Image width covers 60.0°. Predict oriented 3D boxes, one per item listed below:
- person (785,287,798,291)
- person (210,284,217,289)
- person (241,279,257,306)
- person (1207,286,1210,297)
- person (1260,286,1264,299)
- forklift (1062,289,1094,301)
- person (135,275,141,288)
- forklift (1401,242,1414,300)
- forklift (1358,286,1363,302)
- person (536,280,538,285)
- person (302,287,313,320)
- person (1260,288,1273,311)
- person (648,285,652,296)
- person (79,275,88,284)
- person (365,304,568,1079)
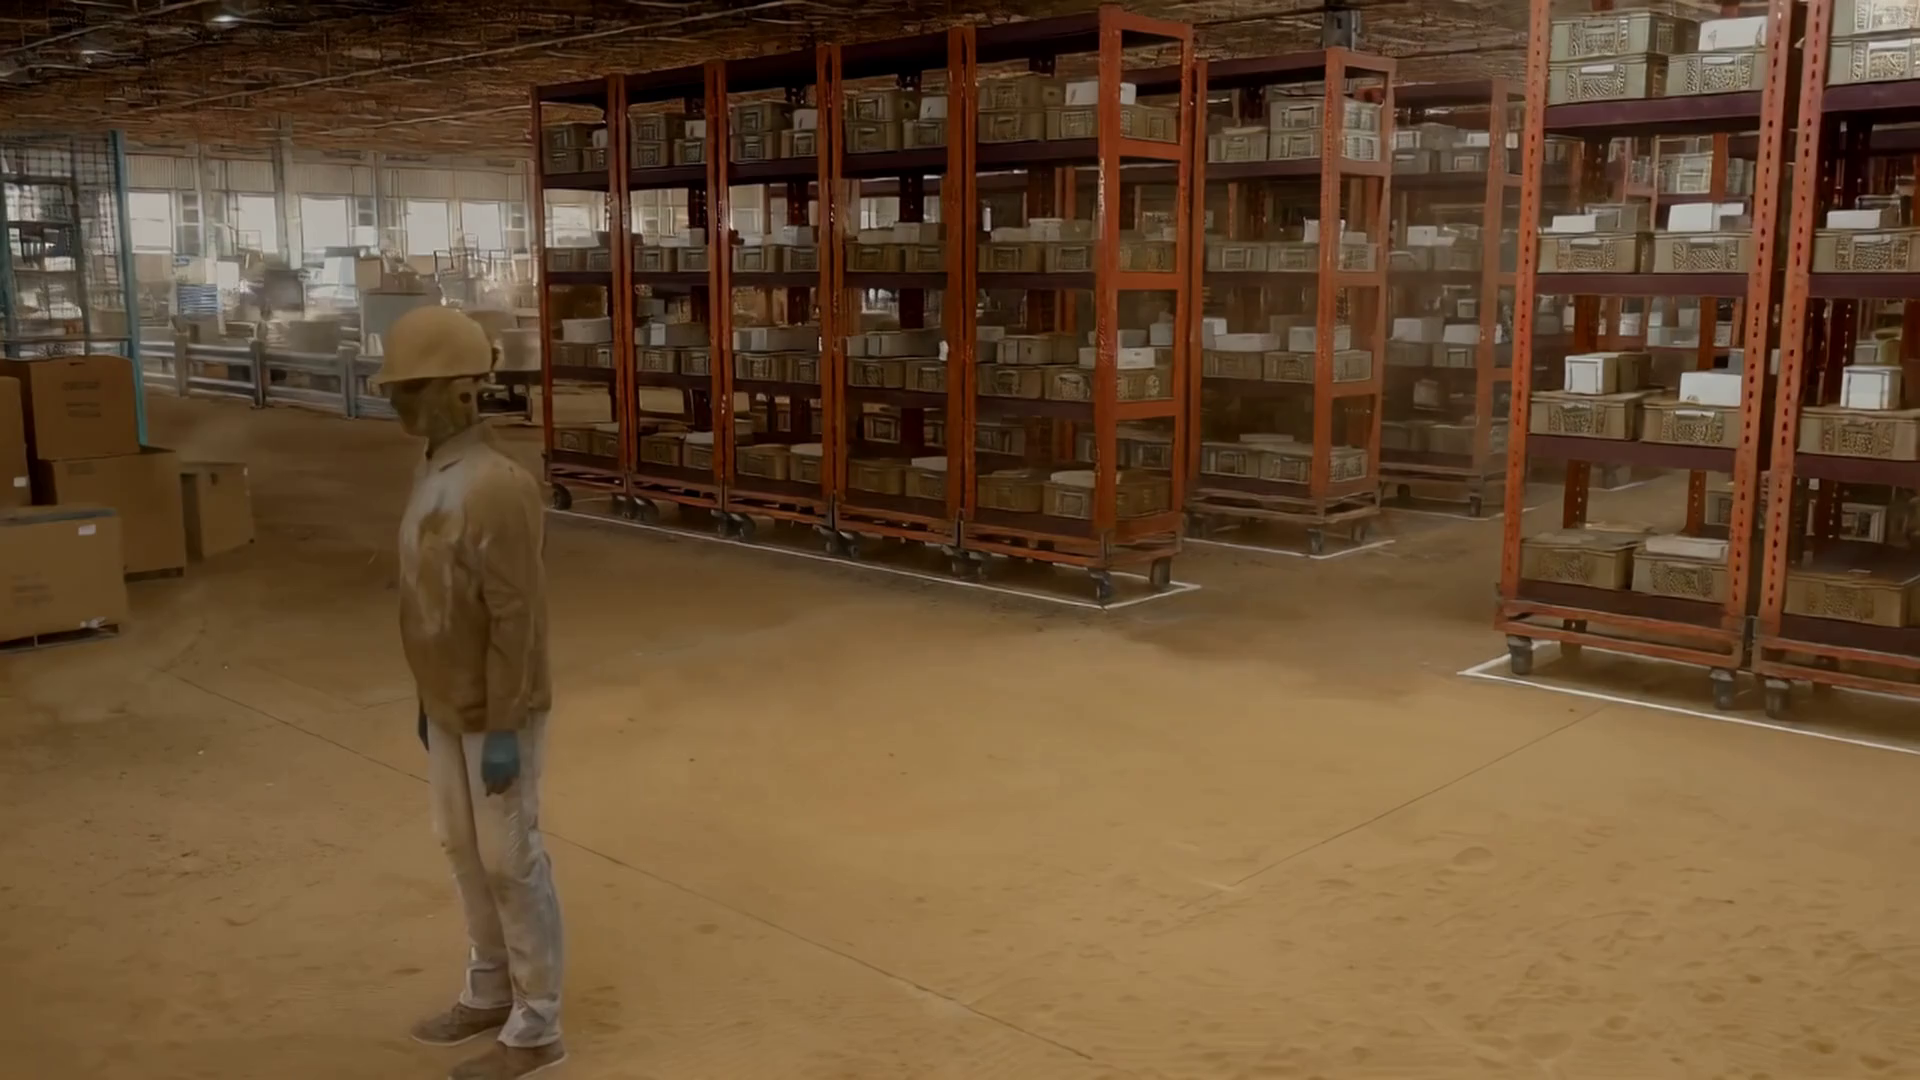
[{"bbox_3d":[-7.361,-10.722,72.684,0.595,1.902,0.618,-2,10,-13],"label":"person"},{"bbox_3d":[-20.962,-6.451,47.111,0.976,1.703,0.523,0,9,-1],"label":"person"},{"bbox_3d":[-16.190,-5.017,37.851,0.577,1.849,0.406,8,12,39],"label":"person"},{"bbox_3d":[8.541,-7.956,56.371,0.404,1.671,0.624,-3,10,-15],"label":"person"},{"bbox_3d":[9.497,-7.349,52.752,0.539,1.656,0.877,-2,9,-13],"label":"person"},{"bbox_3d":[4.305,-10.109,65.923,1.873,2.768,1.129,9,13,43],"label":"forklift"},{"bbox_3d":[-26.959,-7.775,54.182,0.685,2.000,0.535,9,13,43],"label":"person"},{"bbox_3d":[12.910,-7.219,48.207,1.873,2.768,1.129,9,13,43],"label":"forklift"},{"bbox_3d":[11.100,-7.017,46.970,1.873,2.768,1.129,9,13,43],"label":"forklift"},{"bbox_3d":[-24.603,-14.699,97.591,0.502,1.725,0.466,0,9,1],"label":"person"},{"bbox_3d":[-23.175,-8.551,59.367,0.854,1.914,0.638,-4,10,-21],"label":"person"},{"bbox_3d":[8.381,-6.163,44.698,0.654,1.900,0.959,-1,9,-3],"label":"person"},{"bbox_3d":[-13.205,-10.478,71.901,0.847,1.650,0.554,-4,10,-25],"label":"person"},{"bbox_3d":[-41.285,-11.616,78.376,0.658,1.817,0.633,0,9,1],"label":"person"},{"bbox_3d":[-1.255,0.404,4.225,0.408,1.987,0.607,-8,12,-40],"label":"person"}]
